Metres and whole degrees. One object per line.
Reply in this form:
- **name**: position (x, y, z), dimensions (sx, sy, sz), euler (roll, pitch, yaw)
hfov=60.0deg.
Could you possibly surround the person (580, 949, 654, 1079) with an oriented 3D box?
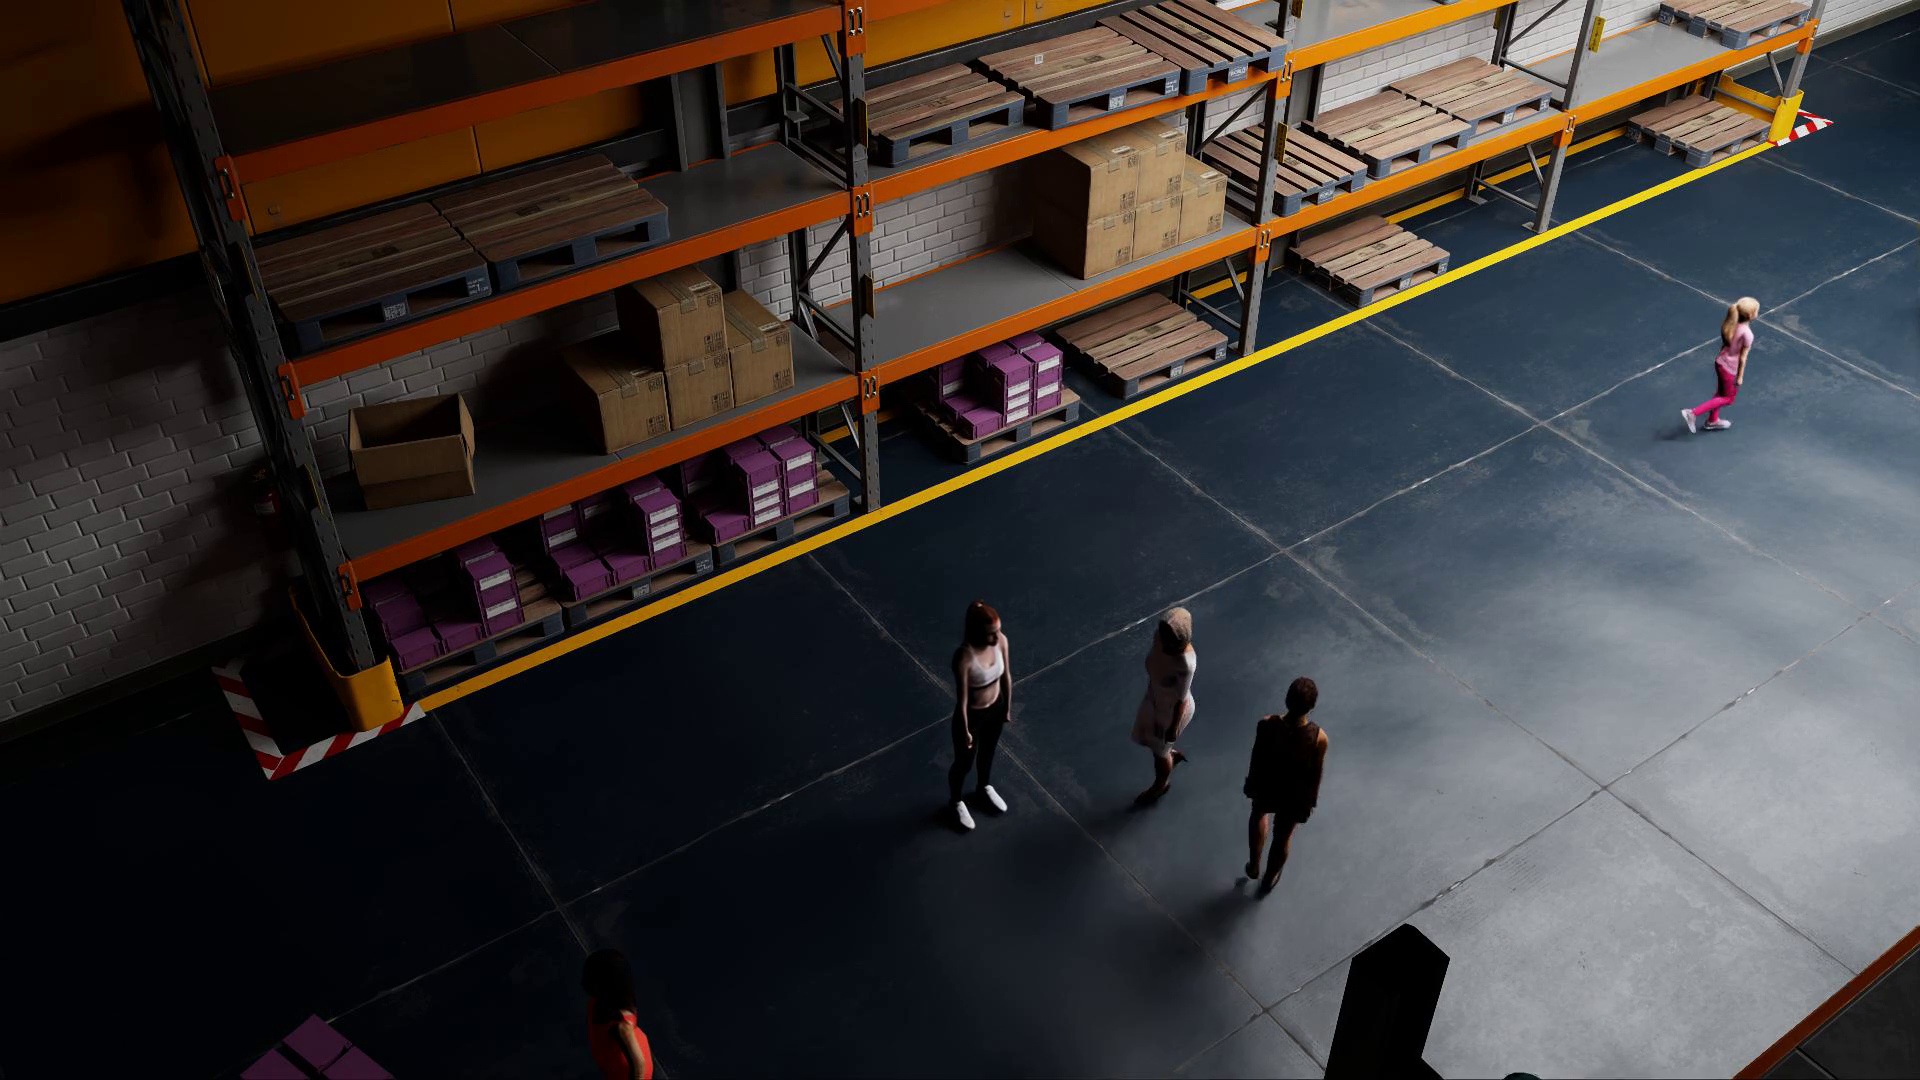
- **person**: position (-1.655, 2.597, 8.245), dimensions (0.585, 1.718, 0.619), euler (-15, 41, -18)

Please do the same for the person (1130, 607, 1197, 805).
- **person**: position (1.342, 1.011, 10.228), dimensions (0.720, 1.721, 0.685), euler (-11, 40, -13)

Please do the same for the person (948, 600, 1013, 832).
- **person**: position (0.103, 1.060, 10.152), dimensions (0.462, 1.740, 0.638), euler (-26, 46, -29)

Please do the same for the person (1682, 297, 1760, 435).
- **person**: position (6.257, -1.409, 13.629), dimensions (0.805, 1.259, 0.694), euler (-2, 39, -3)

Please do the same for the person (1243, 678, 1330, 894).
- **person**: position (1.846, 1.492, 9.670), dimensions (0.724, 1.666, 0.772), euler (14, 41, 17)
